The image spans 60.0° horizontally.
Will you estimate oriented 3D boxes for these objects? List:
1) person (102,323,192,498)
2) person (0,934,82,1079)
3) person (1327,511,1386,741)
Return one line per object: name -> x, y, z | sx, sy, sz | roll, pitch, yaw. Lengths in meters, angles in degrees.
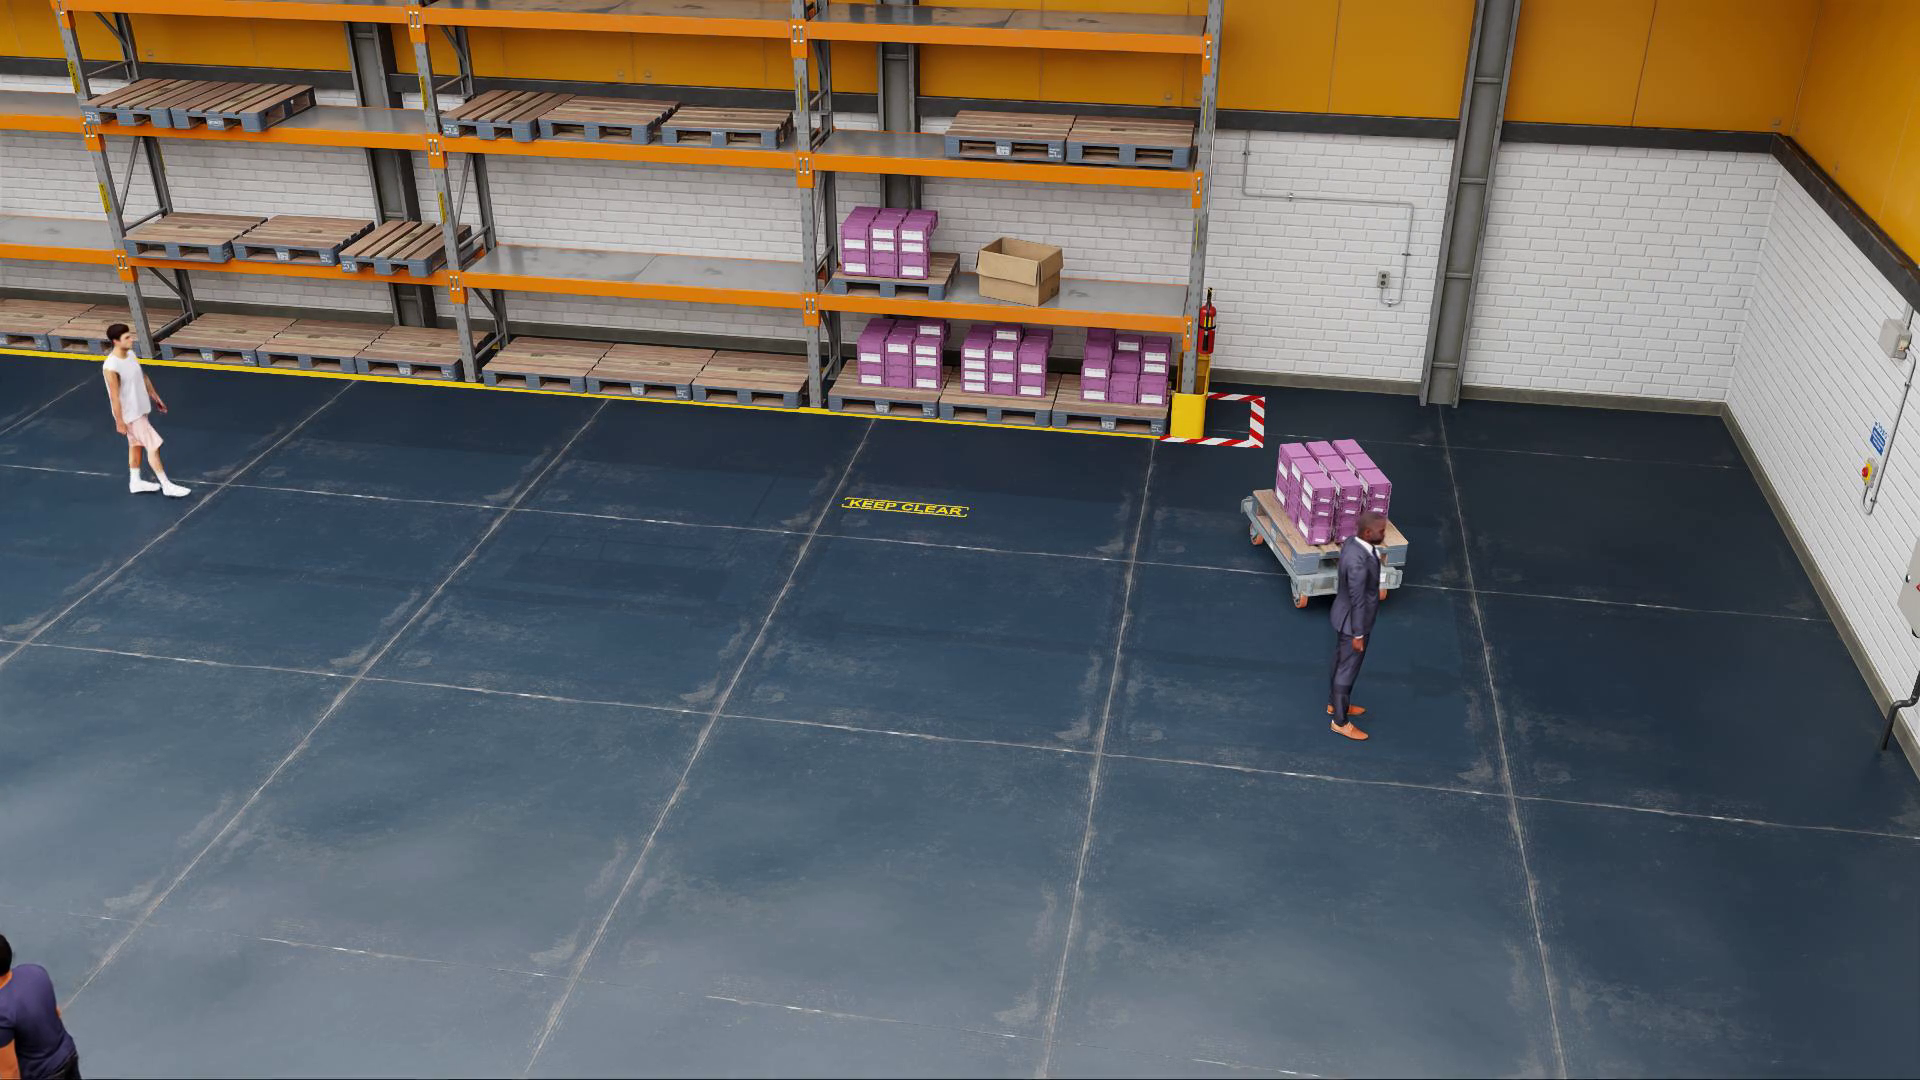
person -> -7.984, -1.227, 15.885 | 0.944, 1.761, 0.783 | -3, 29, -5
person -> -4.724, 2.730, 8.607 | 0.611, 1.784, 0.680 | 1, 29, 2
person -> 2.951, 0.602, 12.466 | 0.577, 1.826, 0.672 | 5, 29, 9
